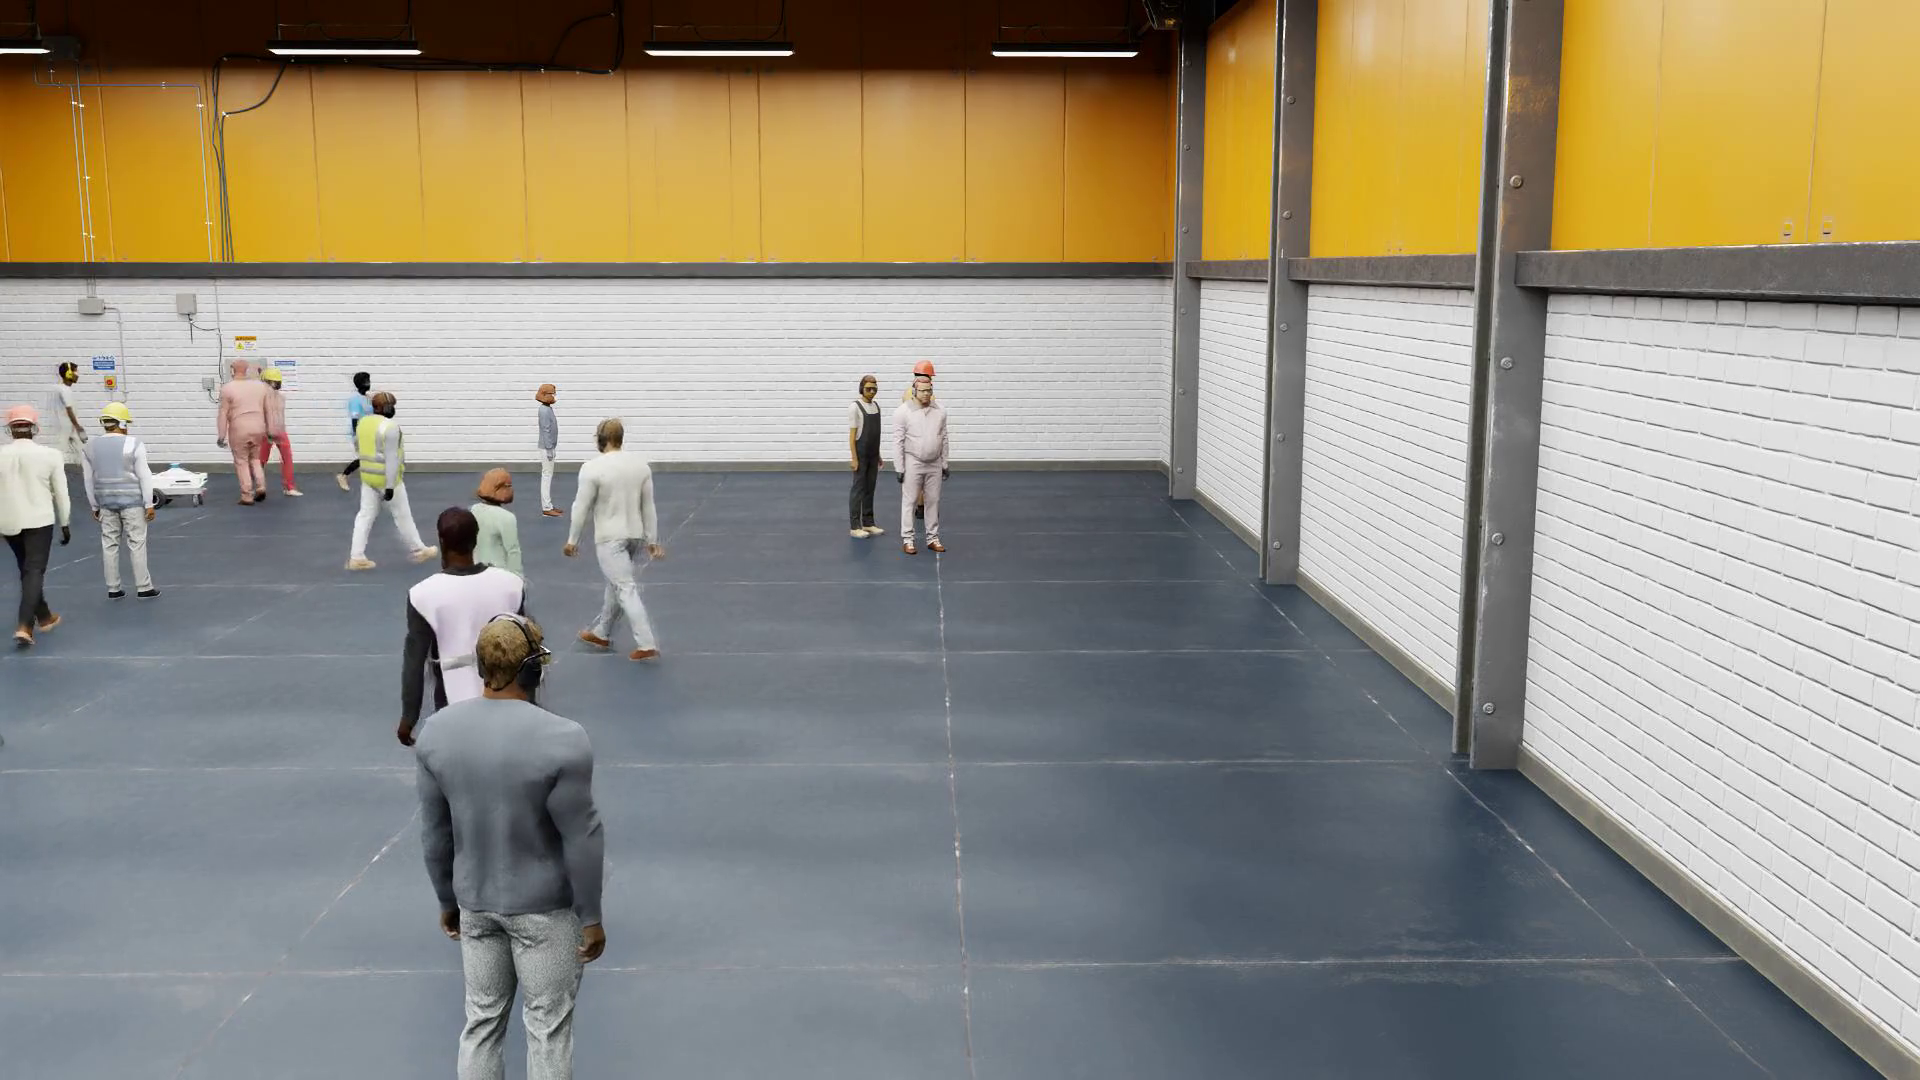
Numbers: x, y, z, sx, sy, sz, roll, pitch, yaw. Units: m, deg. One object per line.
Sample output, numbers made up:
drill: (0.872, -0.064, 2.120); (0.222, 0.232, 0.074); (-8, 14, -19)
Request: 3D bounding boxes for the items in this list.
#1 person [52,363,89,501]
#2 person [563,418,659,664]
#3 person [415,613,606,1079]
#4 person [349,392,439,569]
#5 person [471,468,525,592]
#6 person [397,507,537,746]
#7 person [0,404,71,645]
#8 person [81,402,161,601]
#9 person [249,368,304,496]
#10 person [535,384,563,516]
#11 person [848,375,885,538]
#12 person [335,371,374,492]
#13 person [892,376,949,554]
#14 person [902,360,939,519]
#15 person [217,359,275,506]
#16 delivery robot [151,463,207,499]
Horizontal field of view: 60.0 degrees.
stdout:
person: (-11.640, -1.417, 21.829); (0.998, 1.801, 0.544); (-3, 10, -19)
person: (-2.671, 0.000, 12.912); (1.009, 1.893, 0.635); (6, 11, 34)
person: (-1.442, 1.190, 5.438); (0.635, 1.939, 0.361); (3, 10, 17)
person: (-5.841, -0.608, 16.919); (0.625, 1.793, 0.959); (6, 11, 33)
person: (-3.313, 0.286, 11.962); (0.519, 1.618, 0.365); (8, 12, 40)
person: (-2.363, 0.788, 8.019); (0.444, 1.901, 0.615); (8, 12, 41)
person: (-7.631, -0.131, 13.572); (0.624, 1.940, 1.048); (-1, 9, -9)
person: (-7.649, -0.341, 15.189); (0.588, 1.822, 0.403); (0, 9, -1)
person: (-9.230, -1.439, 22.210); (0.843, 1.728, 0.507); (4, 10, 24)
person: (-5.052, -1.107, 20.459); (0.284, 1.633, 0.500); (-2, 9, -12)
person: (-1.058, -0.949, 18.849); (0.342, 1.842, 0.506); (7, 11, 36)
person: (-8.036, -1.424, 22.269); (0.555, 1.682, 0.536); (1, 9, 7)
person: (-0.399, -0.797, 17.753); (0.646, 1.902, 0.403); (-5, 11, -28)
person: (-0.462, -1.223, 20.269); (0.382, 1.931, 0.541); (-8, 12, -41)
person: (-9.191, -1.383, 21.369); (0.419, 1.884, 0.684); (7, 12, 38)
delivery robot: (-9.979, -0.732, 21.169); (0.707, 0.478, 0.477); (-2, 9, -12)
